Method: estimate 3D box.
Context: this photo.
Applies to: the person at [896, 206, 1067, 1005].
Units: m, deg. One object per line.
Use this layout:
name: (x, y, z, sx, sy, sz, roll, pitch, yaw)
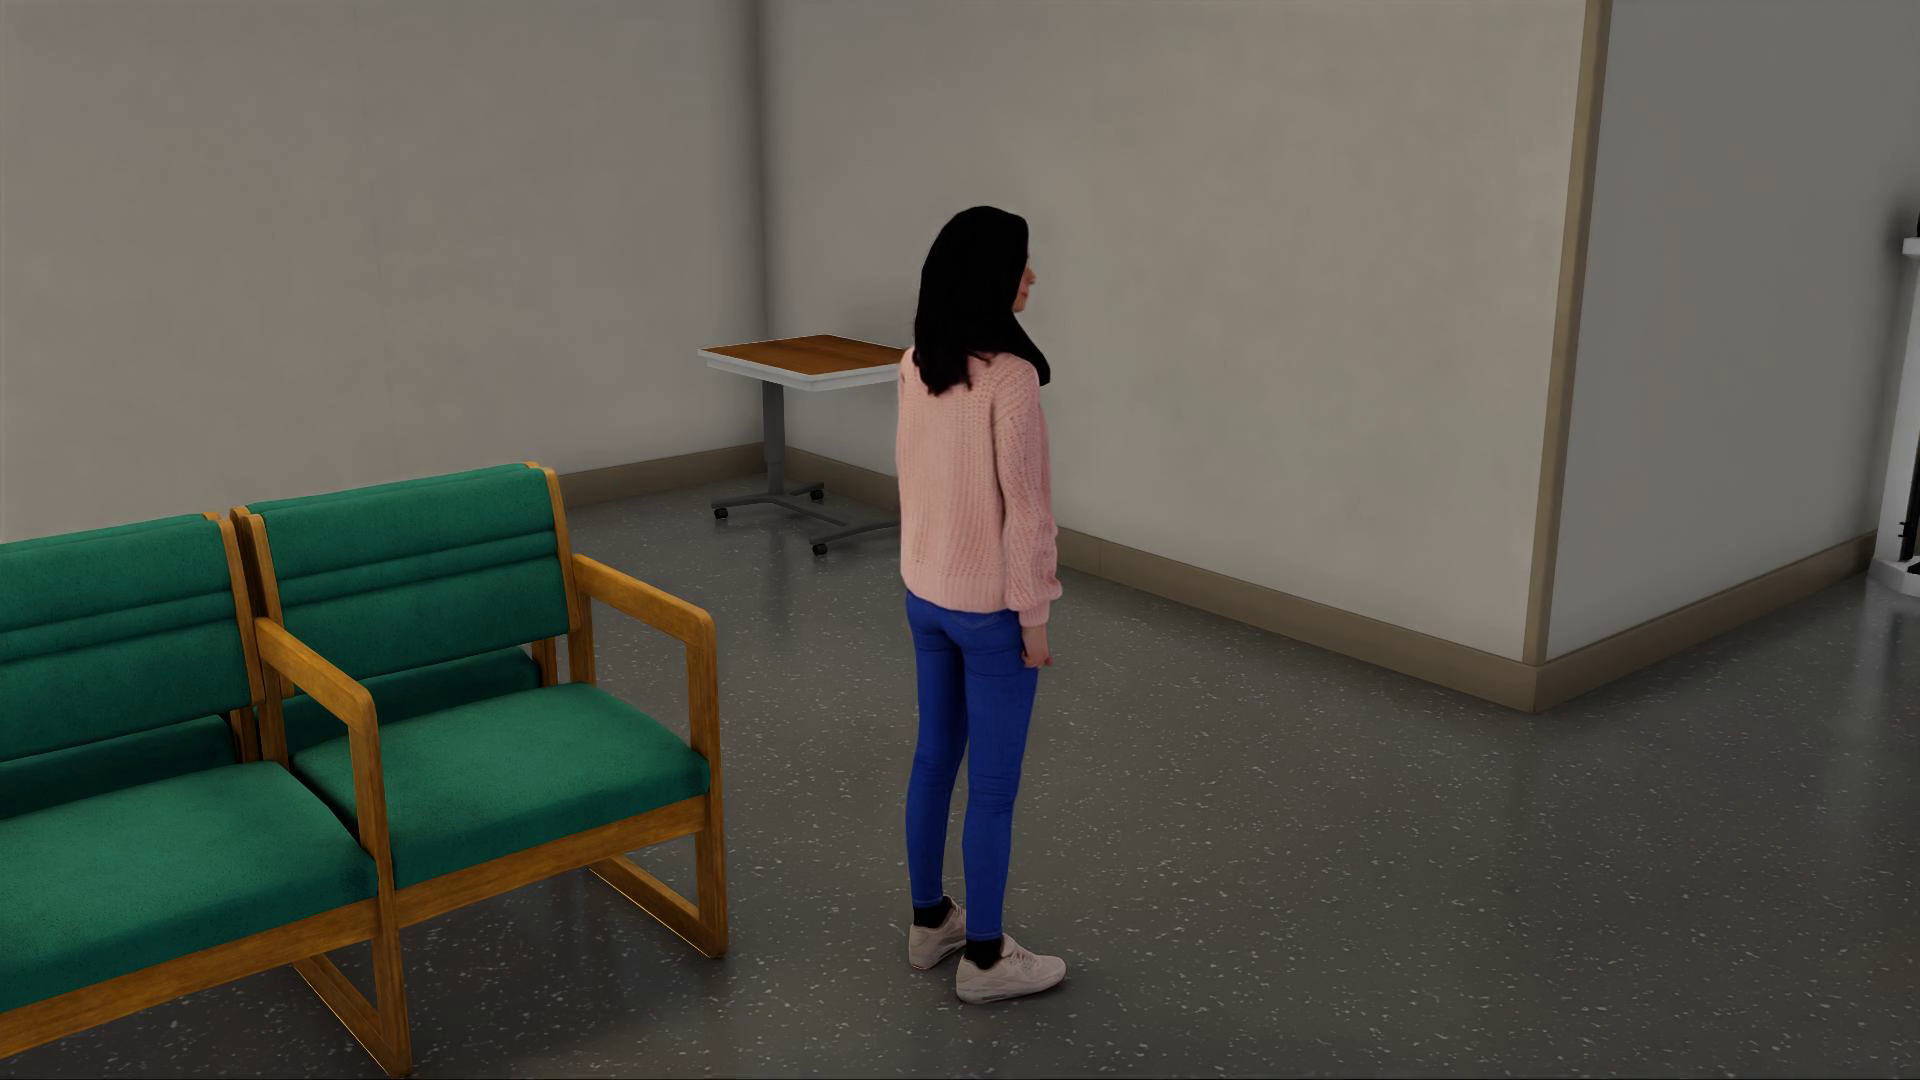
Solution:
person: (0.022, 0.151, 3.693, 0.723, 1.768, 0.503, -11, 19, -34)
